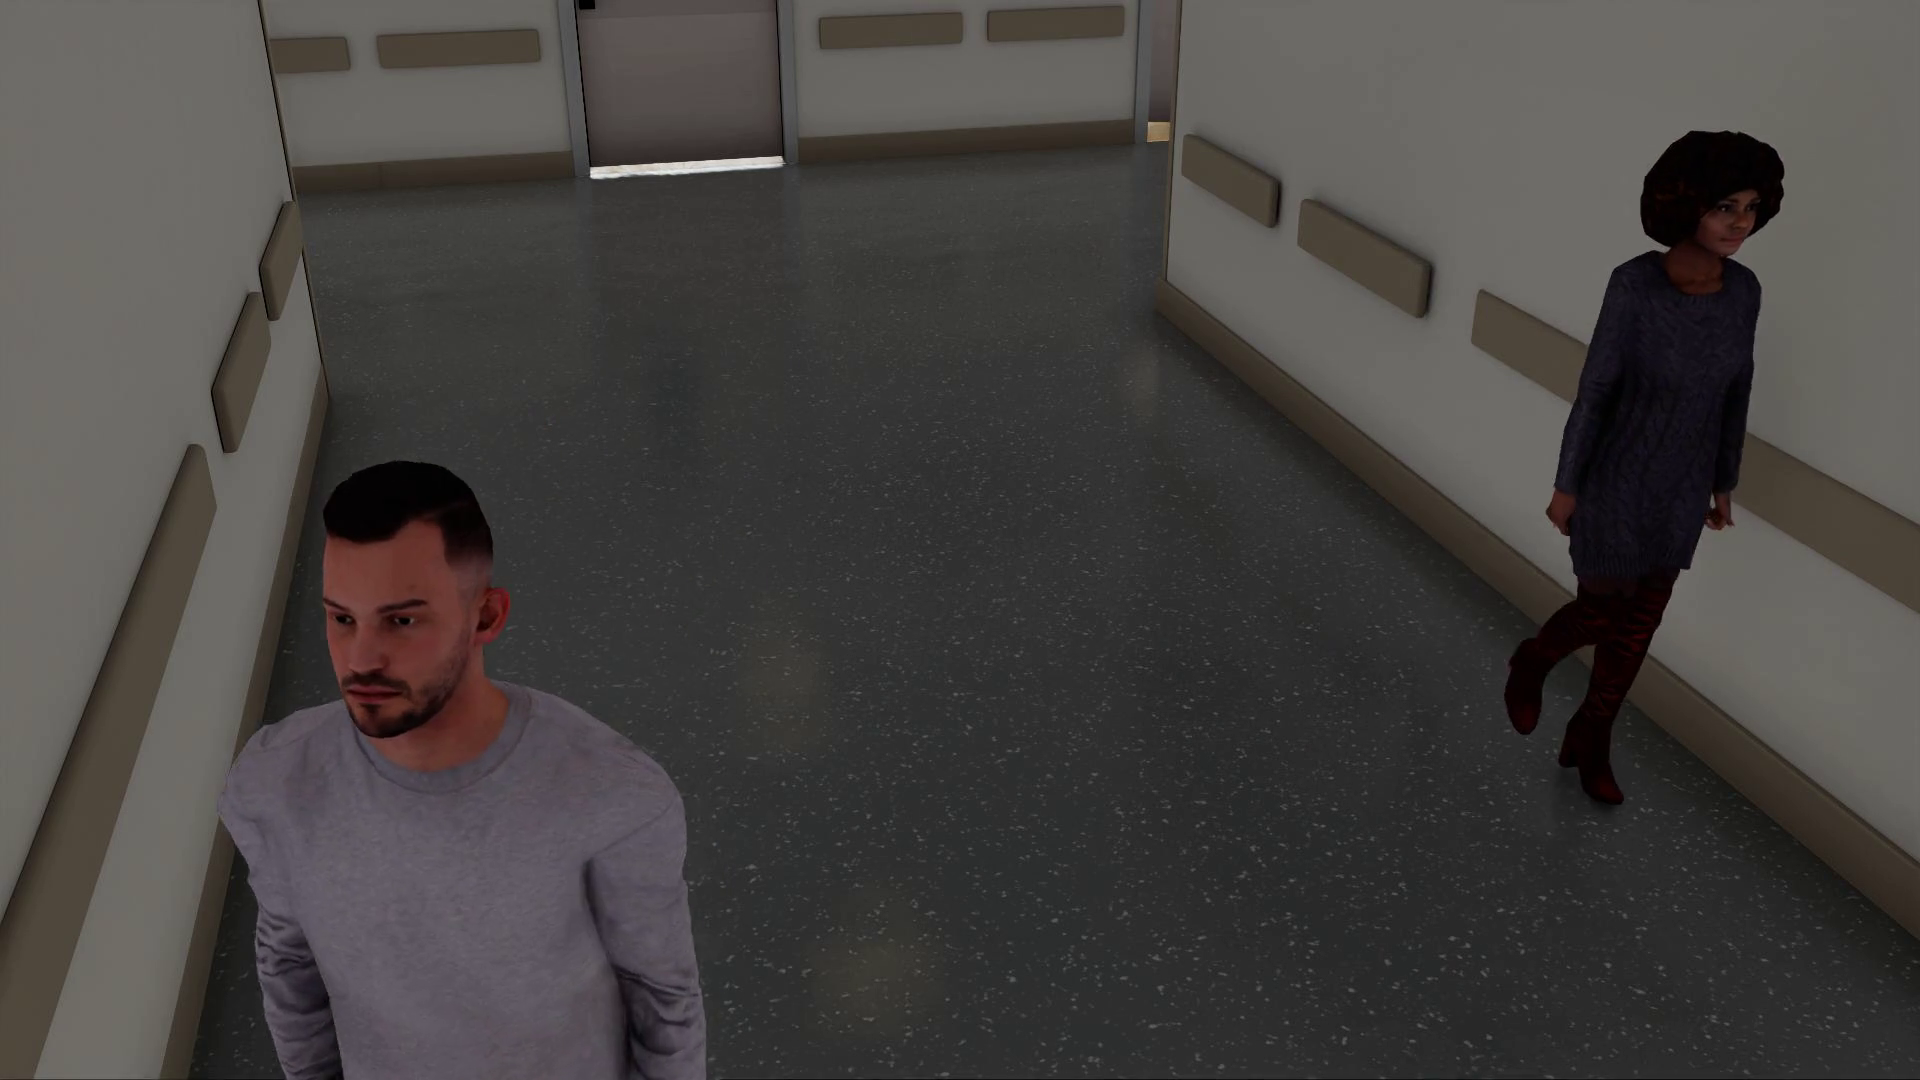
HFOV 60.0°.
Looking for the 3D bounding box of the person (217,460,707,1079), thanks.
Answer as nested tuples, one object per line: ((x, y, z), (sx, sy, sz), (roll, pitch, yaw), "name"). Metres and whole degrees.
((-0.570, 0.716, 2.127), (0.849, 1.826, 0.874), (0, 26, -1), "person")

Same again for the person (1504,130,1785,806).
((1.621, -0.156, 4.082), (0.630, 1.699, 0.661), (-5, 26, -11), "person")
